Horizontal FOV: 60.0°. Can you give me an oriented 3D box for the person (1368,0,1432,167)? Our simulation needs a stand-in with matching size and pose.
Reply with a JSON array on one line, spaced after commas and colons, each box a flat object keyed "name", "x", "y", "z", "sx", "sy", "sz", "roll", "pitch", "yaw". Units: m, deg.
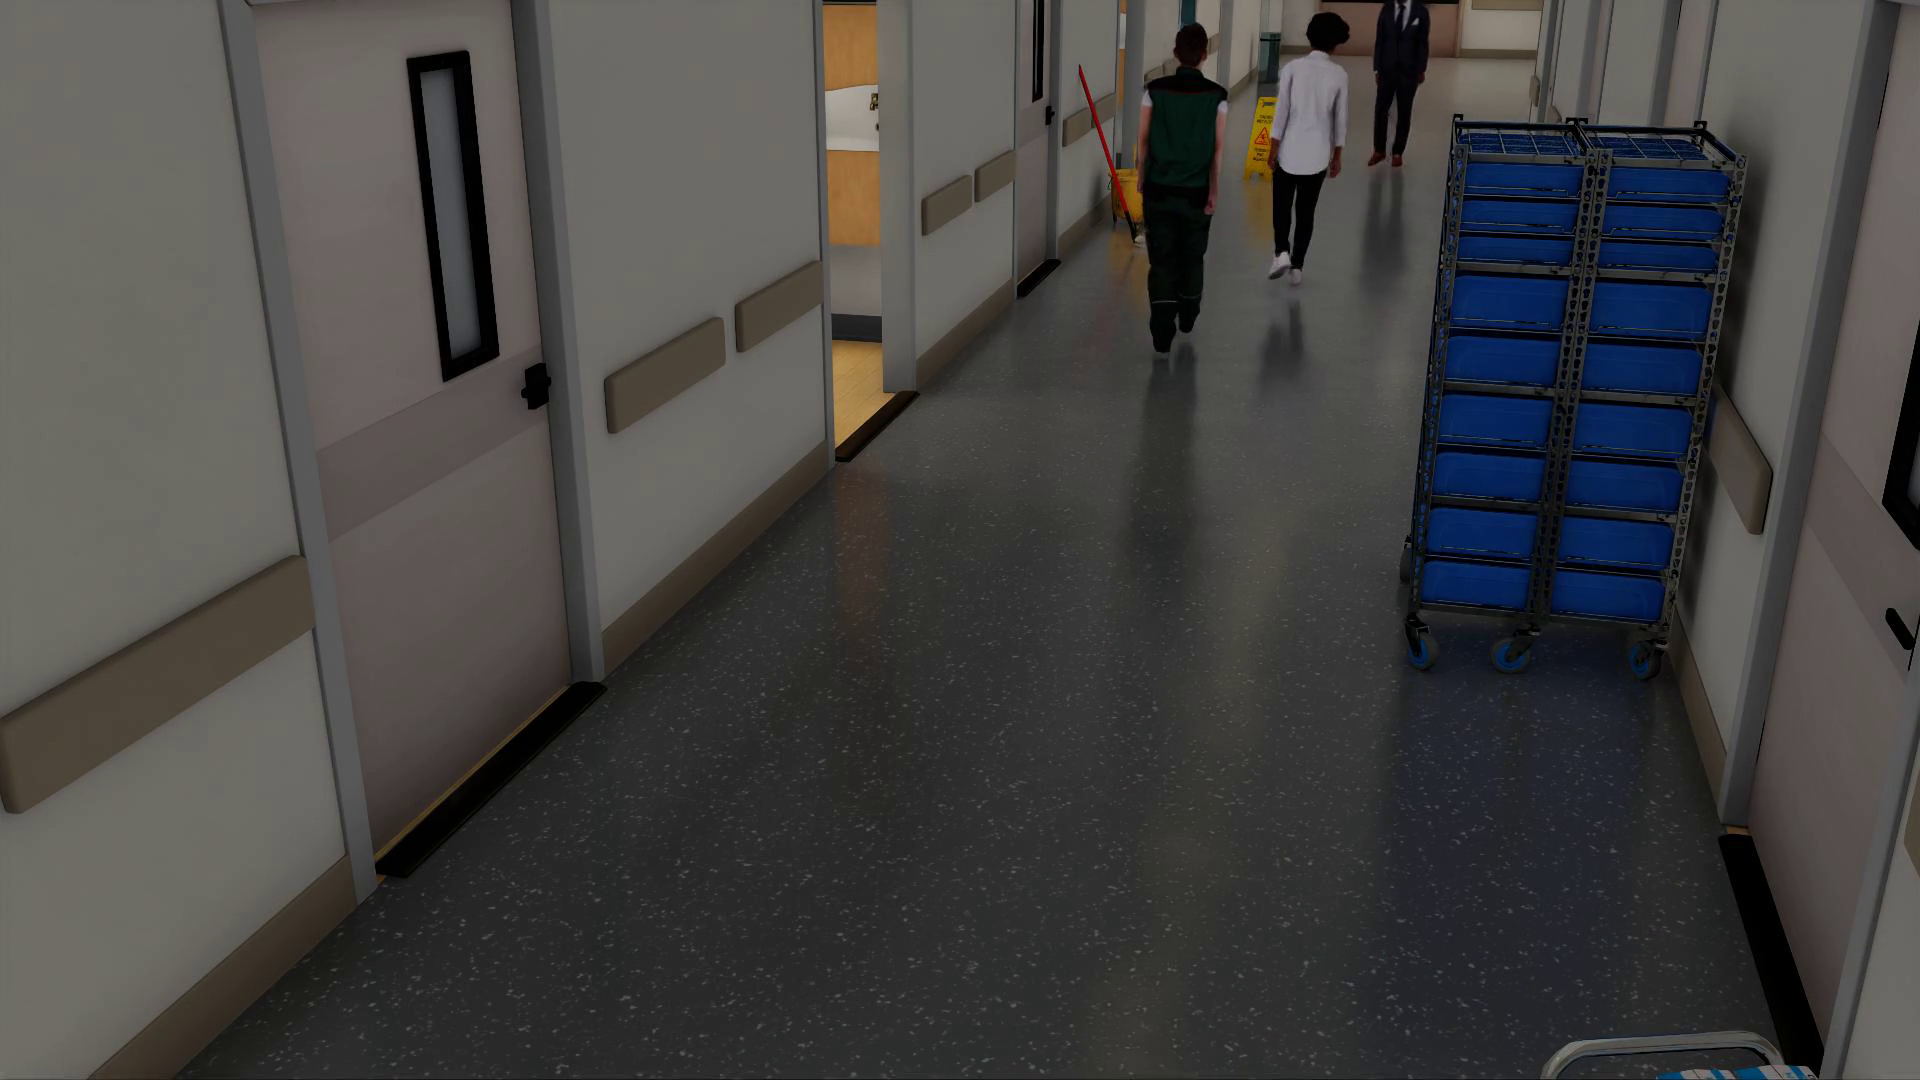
[{"name": "person", "x": 4.383, "y": -4.648, "z": 16.537, "sx": 0.748, "sy": 1.807, "sz": 0.773, "roll": 8, "pitch": 22, "yaw": 20}]

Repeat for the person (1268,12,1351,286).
[{"name": "person", "x": 2.324, "y": -2.618, "z": 11.221, "sx": 0.747, "sy": 1.775, "sz": 0.859, "roll": -1, "pitch": 21, "yaw": -3}]

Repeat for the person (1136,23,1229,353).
[{"name": "person", "x": 1.219, "y": -1.955, "z": 9.428, "sx": 0.753, "sy": 1.805, "sz": 1.113, "roll": 3, "pitch": 21, "yaw": 7}]
